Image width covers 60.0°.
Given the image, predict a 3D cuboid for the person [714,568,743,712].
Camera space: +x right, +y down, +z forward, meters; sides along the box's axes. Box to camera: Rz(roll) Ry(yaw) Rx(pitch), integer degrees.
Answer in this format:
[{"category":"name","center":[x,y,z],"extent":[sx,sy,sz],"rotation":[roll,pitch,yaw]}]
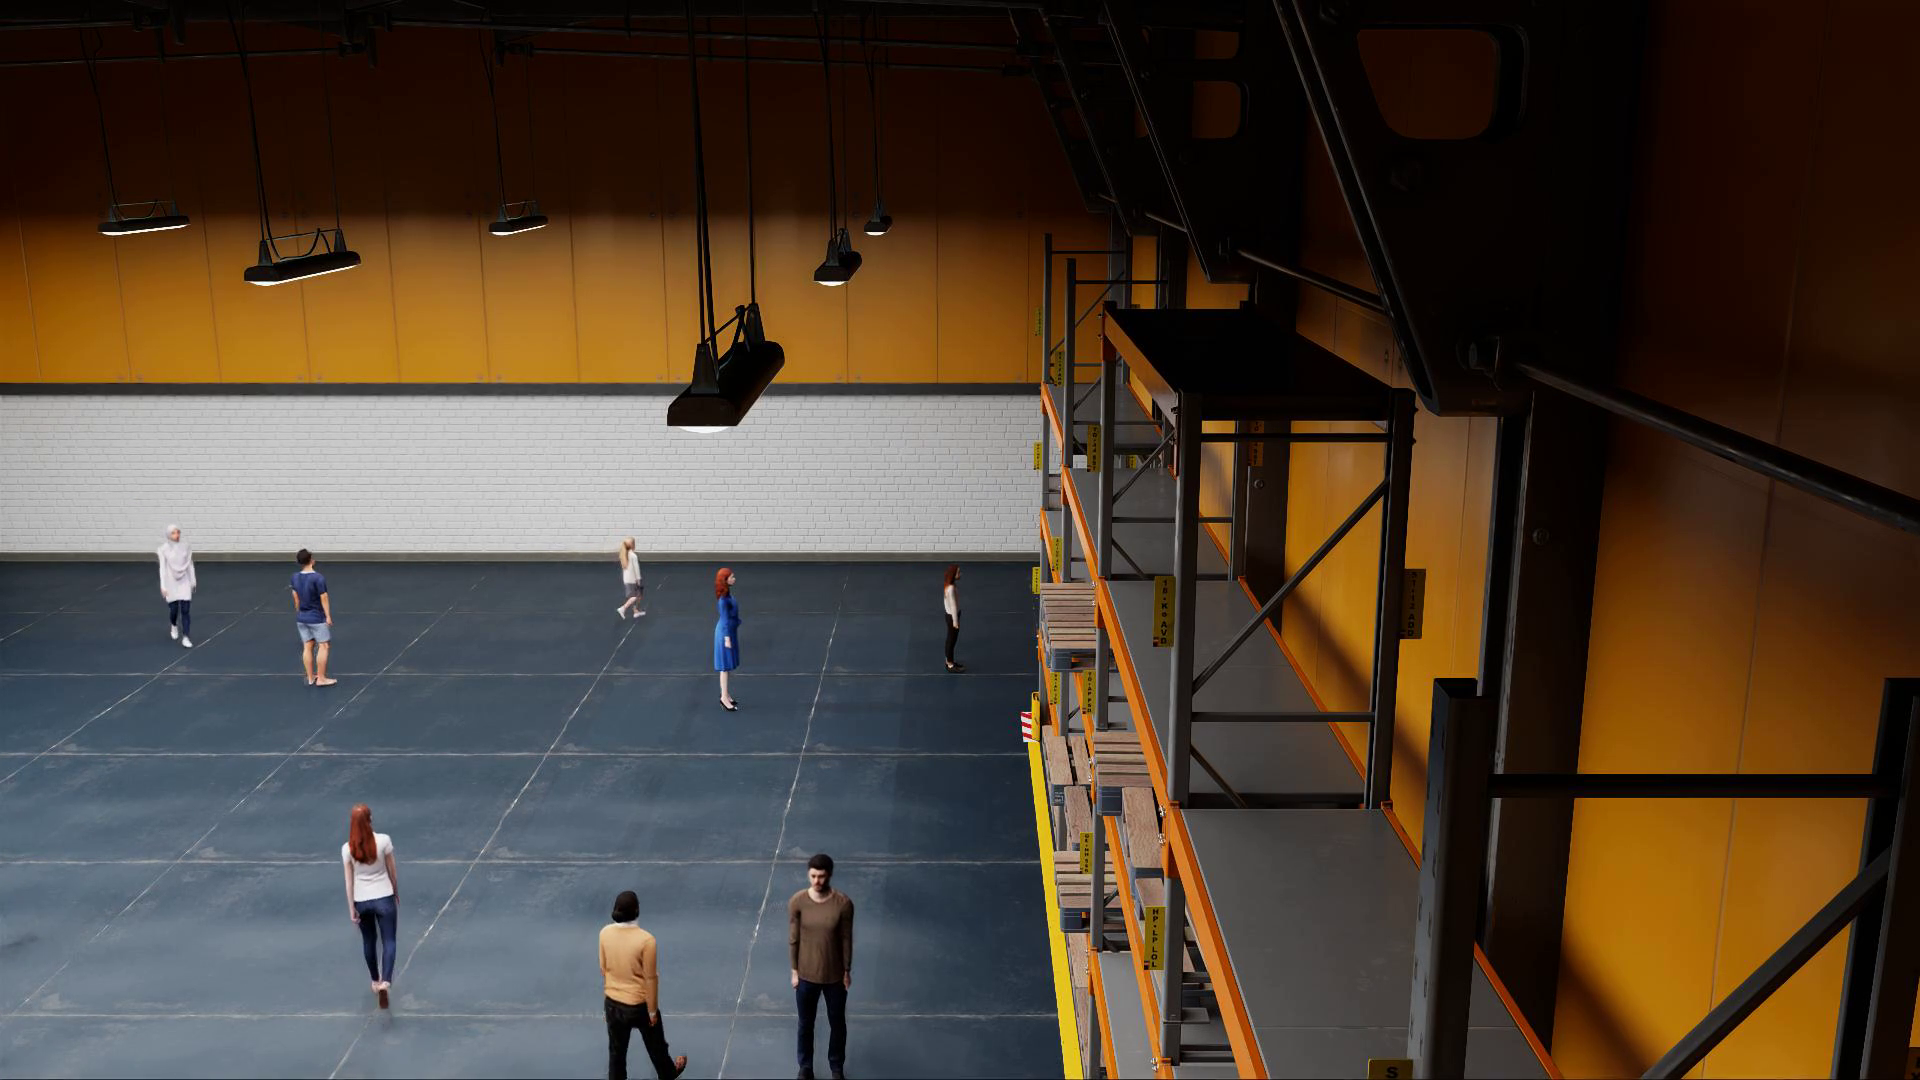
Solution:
[{"category":"person","center":[-2.949,1.240,20.978],"extent":[0.674,1.828,0.509],"rotation":[-1,14,-2]}]

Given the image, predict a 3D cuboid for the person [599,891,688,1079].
[{"category":"person","center":[-2.448,3.435,12.131],"extent":[0.903,1.726,1.134],"rotation":[5,14,19]}]

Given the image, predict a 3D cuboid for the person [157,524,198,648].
[{"category":"person","center":[-11.119,0.636,23.597],"extent":[0.848,1.769,0.916],"rotation":[-11,17,-38]}]

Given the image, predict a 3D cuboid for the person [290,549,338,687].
[{"category":"person","center":[-8.533,1.022,21.864],"extent":[0.685,1.835,0.663],"rotation":[4,14,16]}]

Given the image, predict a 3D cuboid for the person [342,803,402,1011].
[{"category":"person","center":[-4.849,3.046,13.754],"extent":[0.770,1.717,1.063],"rotation":[-4,14,-18]}]

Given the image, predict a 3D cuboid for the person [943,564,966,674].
[{"category":"person","center":[-0.108,1.051,22.486],"extent":[0.614,1.485,0.458],"rotation":[-1,14,-6]}]

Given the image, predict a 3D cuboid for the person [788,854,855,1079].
[{"category":"person","center":[-1.044,3.245,12.570],"extent":[0.644,1.888,0.562],"rotation":[0,14,2]}]

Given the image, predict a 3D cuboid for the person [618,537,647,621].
[{"category":"person","center":[-4.937,0.589,24.866],"extent":[0.828,1.264,0.773],"rotation":[-13,19,-43]}]
